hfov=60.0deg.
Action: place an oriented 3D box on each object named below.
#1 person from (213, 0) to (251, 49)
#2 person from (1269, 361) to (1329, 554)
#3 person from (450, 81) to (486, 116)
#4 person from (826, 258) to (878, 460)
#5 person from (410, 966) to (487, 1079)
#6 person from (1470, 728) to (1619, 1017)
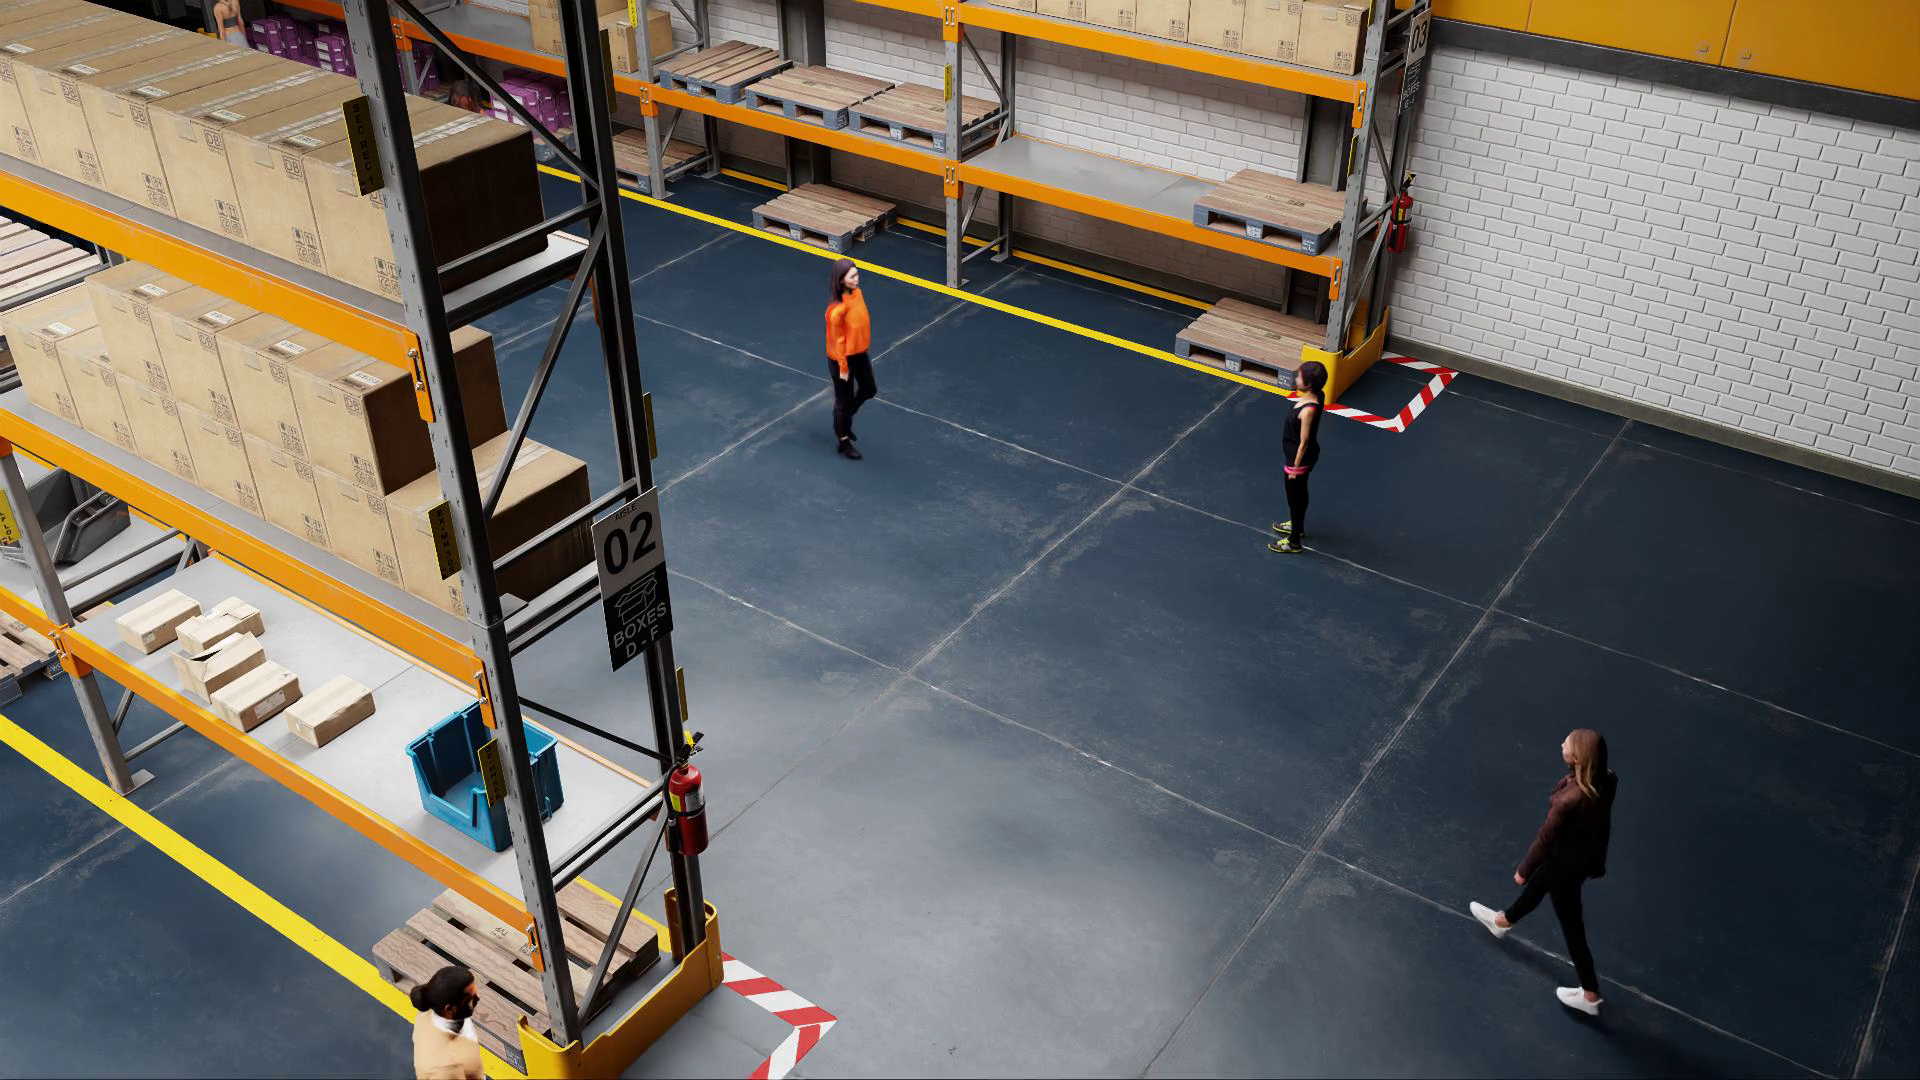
[{"bbox_3d":[-8.776,-5.965,20.160,0.554,1.702,0.597,15,36,21],"label":"person"},{"bbox_3d":[2.521,-0.633,12.273,0.592,1.553,0.594,10,35,14],"label":"person"},{"bbox_3d":[-4.911,-3.759,16.842,0.858,1.702,0.875,-20,39,-28],"label":"person"},{"bbox_3d":[-0.975,-1.464,13.354,0.670,1.741,0.653,16,37,23],"label":"person"},{"bbox_3d":[-2.297,2.567,7.321,1.222,1.706,1.189,-7,34,-10],"label":"person"},{"bbox_3d":[3.218,1.748,8.603,0.804,1.651,1.185,-26,41,-33],"label":"person"}]
